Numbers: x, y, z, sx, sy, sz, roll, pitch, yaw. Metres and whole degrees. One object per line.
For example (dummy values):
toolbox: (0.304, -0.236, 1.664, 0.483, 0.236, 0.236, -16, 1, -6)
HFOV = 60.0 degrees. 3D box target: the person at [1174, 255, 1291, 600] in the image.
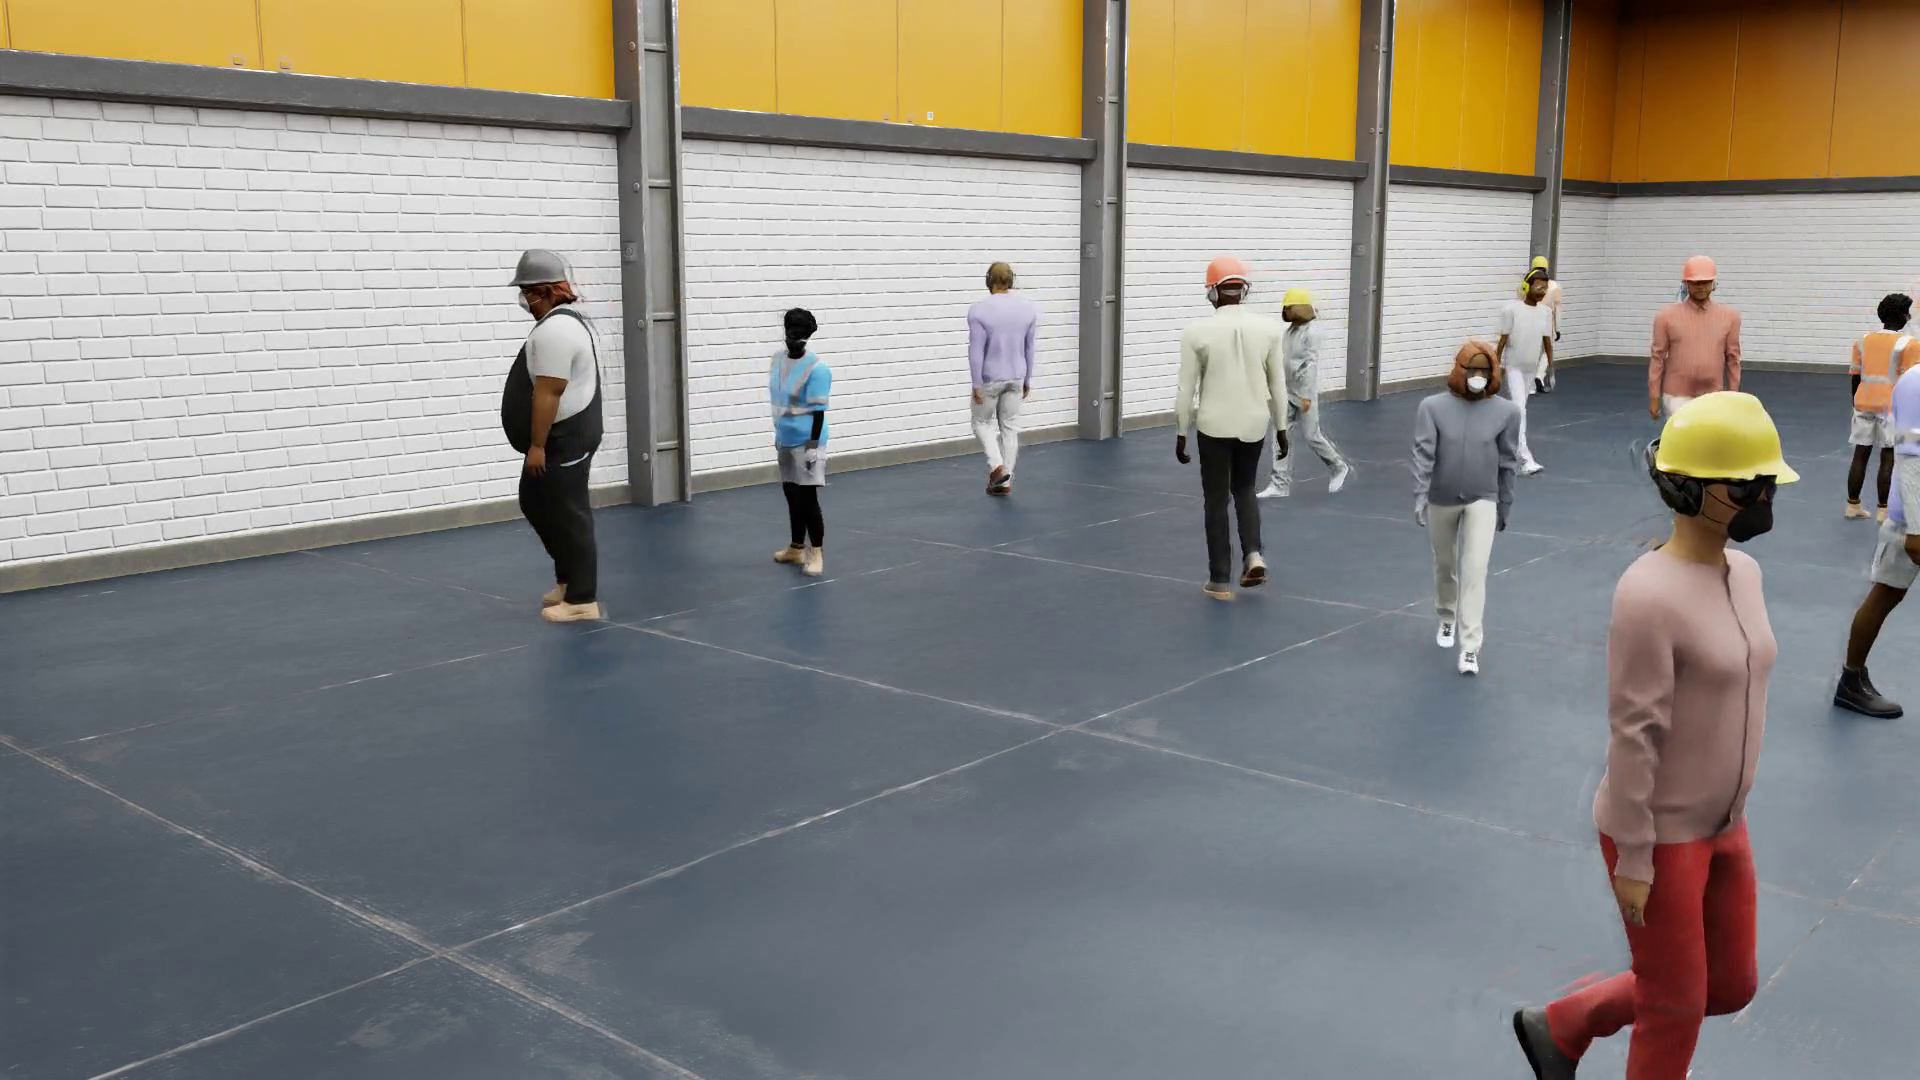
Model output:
person: (1.559, -0.648, 9.633, 0.660, 1.974, 0.481, -2, 10, -10)

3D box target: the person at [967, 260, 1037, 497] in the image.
person: (0.329, -1.292, 13.471, 0.633, 1.924, 0.463, -4, 11, -24)

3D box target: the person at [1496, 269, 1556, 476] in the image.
person: (5.064, -1.475, 14.793, 0.534, 1.823, 0.929, -3, 10, -18)

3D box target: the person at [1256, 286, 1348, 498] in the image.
person: (2.812, -1.199, 13.522, 0.766, 1.720, 0.486, -5, 11, -26)

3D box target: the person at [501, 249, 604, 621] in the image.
person: (-2.206, -0.569, 9.019, 0.538, 2.000, 0.699, -2, 10, -12)

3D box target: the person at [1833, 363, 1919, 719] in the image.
person: (4.105, -0.115, 6.851, 0.570, 1.886, 0.996, -4, 11, -24)

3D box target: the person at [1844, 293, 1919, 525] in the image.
person: (6.789, -0.961, 12.227, 0.317, 1.696, 0.540, -4, 11, -23)

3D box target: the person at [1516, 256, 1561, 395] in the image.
person: (7.924, -2.931, 22.825, 0.619, 1.911, 0.475, 4, 11, 23)

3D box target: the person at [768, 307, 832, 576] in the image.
person: (-1.035, -0.617, 10.365, 0.339, 1.667, 0.683, -8, 13, -39)

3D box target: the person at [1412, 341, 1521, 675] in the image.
person: (2.469, -0.186, 8.153, 0.490, 1.581, 0.887, 3, 10, 18)

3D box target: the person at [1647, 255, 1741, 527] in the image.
person: (5.344, -1.088, 12.156, 0.634, 1.973, 0.572, 2, 10, 11)

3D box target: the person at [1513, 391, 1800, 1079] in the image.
person: (1.419, 0.563, 3.408, 0.530, 1.752, 0.554, -8, 13, -38)

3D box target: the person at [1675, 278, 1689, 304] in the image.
person: (11.466, -3.372, 26.194, 0.493, 1.596, 0.536, -4, 11, -24)
